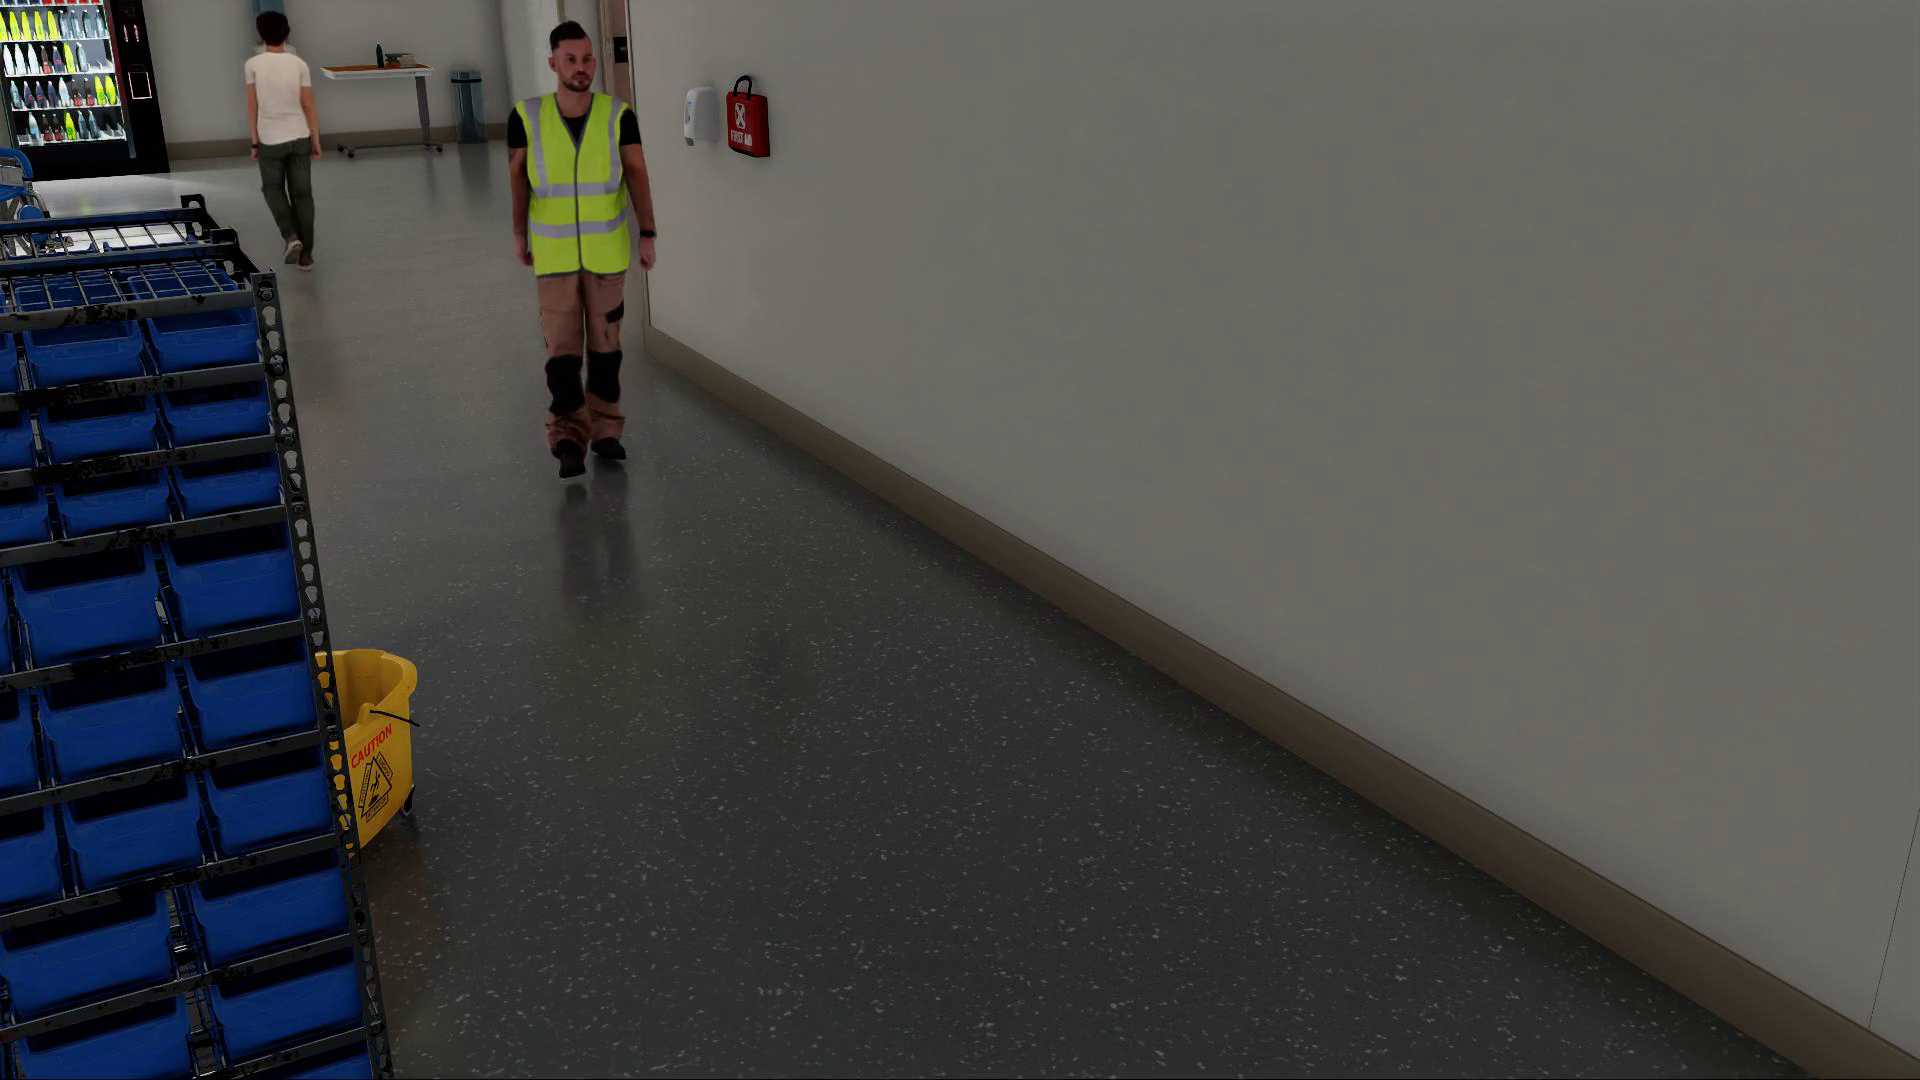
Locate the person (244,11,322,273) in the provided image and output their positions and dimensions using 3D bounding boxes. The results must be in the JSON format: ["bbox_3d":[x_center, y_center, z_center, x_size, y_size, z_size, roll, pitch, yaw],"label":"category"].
[{"bbox_3d":[-4.346,-2.539,10.712,0.647,1.643,0.679,-9,23,-23],"label":"person"}]

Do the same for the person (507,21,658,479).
[{"bbox_3d":[-1.588,-1.212,6.947,0.958,1.828,0.882,-7,22,-18],"label":"person"}]
